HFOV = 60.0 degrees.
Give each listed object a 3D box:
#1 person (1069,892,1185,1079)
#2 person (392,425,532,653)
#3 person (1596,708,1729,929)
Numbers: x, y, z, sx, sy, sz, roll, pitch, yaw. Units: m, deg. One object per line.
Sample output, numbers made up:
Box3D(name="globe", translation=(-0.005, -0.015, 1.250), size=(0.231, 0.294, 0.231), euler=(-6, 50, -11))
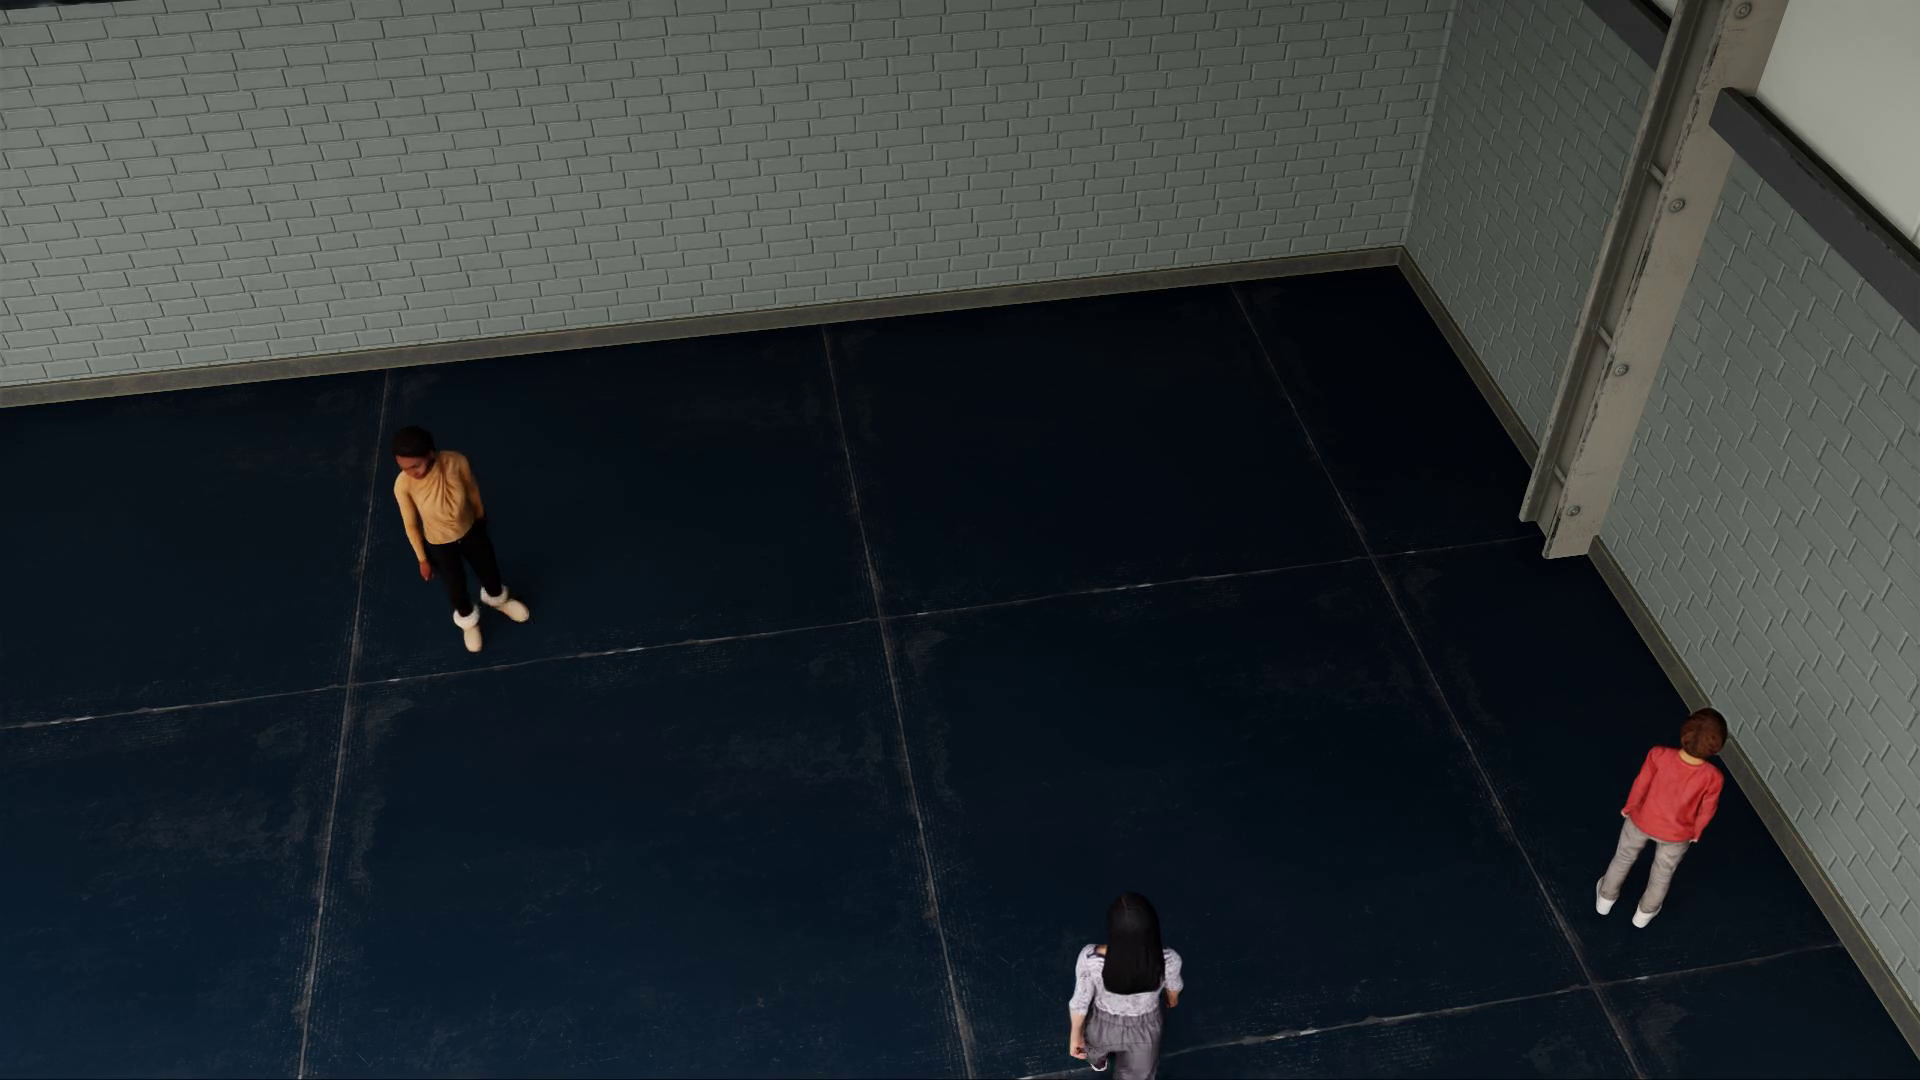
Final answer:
Box3D(name="person", translation=(0.659, 2.065, 6.709), size=(0.807, 1.700, 1.090), euler=(6, 43, 6))
Box3D(name="person", translation=(-2.750, -0.048, 9.029), size=(0.803, 1.623, 0.808), euler=(29, 50, 27))
Box3D(name="person", translation=(3.271, 1.300, 7.736), size=(0.595, 1.416, 0.648), euler=(23, 48, 23))
